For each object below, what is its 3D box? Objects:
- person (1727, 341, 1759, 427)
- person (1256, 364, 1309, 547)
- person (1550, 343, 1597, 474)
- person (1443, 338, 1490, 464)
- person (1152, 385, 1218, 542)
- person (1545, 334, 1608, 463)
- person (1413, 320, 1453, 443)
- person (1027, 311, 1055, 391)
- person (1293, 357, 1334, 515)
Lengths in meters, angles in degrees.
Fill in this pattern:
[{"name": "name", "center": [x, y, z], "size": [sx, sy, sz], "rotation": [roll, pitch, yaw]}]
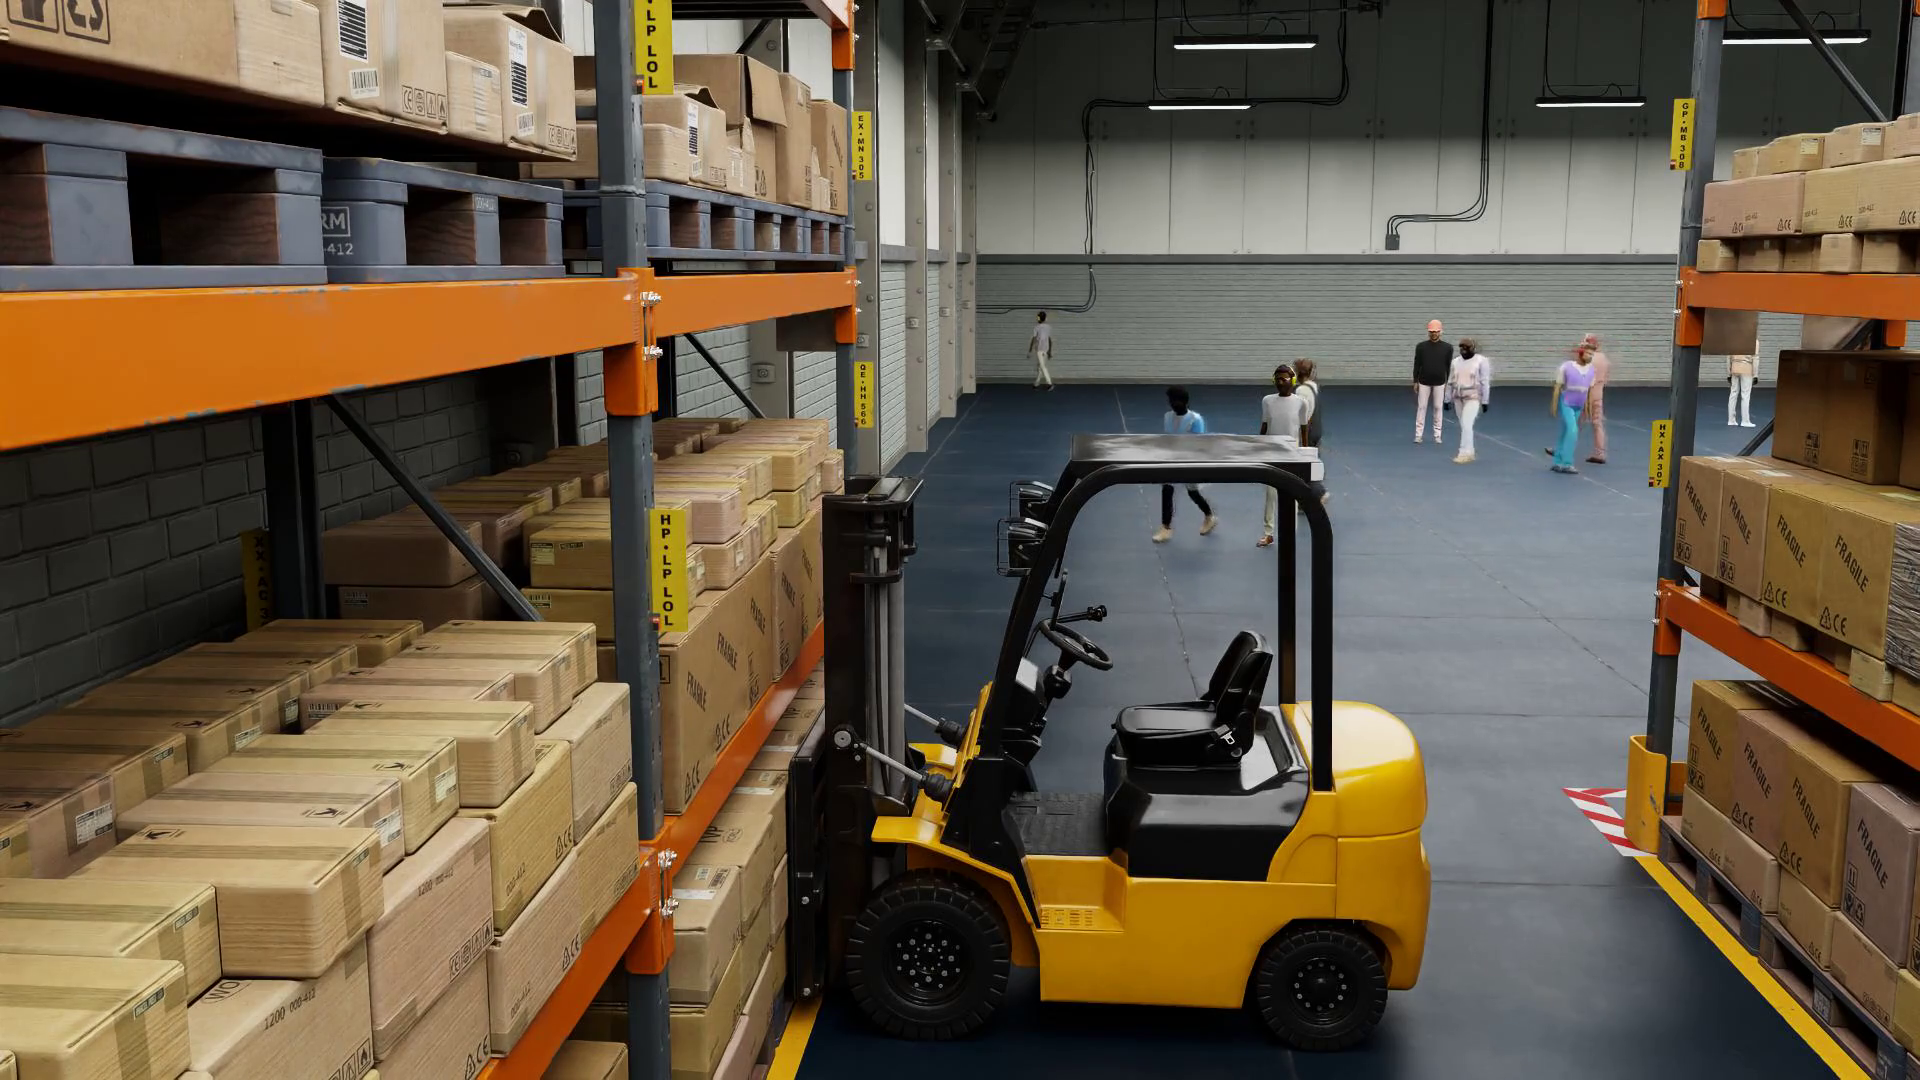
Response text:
[{"name": "person", "center": [13.930, -2.972, 29.589], "size": [0.378, 1.928, 0.585], "rotation": [-6, 11, -30]}, {"name": "person", "center": [3.276, -0.846, 16.903], "size": [0.520, 1.866, 0.326], "rotation": [4, 10, 22]}, {"name": "person", "center": [8.498, -1.808, 22.941], "size": [0.575, 1.792, 0.704], "rotation": [-5, 11, -27]}, {"name": "person", "center": [7.277, -2.006, 24.095], "size": [0.822, 1.807, 0.652], "rotation": [-7, 11, -34]}, {"name": "person", "center": [2.368, -0.815, 17.366], "size": [0.826, 1.648, 0.579], "rotation": [-9, 13, -43]}, {"name": "person", "center": [9.080, -2.074, 24.319], "size": [0.676, 1.862, 0.968], "rotation": [-5, 11, -29]}, {"name": "person", "center": [7.620, -2.550, 26.827], "size": [0.610, 1.996, 0.384], "rotation": [3, 10, 17]}, {"name": "person", "center": [1.884, -4.322, 38.072], "size": [0.529, 1.835, 0.937], "rotation": [-7, 12, -38]}, {"name": "person", "center": [3.997, -1.162, 18.938], "size": [0.532, 1.833, 0.523], "rotation": [7, 12, 36]}]
